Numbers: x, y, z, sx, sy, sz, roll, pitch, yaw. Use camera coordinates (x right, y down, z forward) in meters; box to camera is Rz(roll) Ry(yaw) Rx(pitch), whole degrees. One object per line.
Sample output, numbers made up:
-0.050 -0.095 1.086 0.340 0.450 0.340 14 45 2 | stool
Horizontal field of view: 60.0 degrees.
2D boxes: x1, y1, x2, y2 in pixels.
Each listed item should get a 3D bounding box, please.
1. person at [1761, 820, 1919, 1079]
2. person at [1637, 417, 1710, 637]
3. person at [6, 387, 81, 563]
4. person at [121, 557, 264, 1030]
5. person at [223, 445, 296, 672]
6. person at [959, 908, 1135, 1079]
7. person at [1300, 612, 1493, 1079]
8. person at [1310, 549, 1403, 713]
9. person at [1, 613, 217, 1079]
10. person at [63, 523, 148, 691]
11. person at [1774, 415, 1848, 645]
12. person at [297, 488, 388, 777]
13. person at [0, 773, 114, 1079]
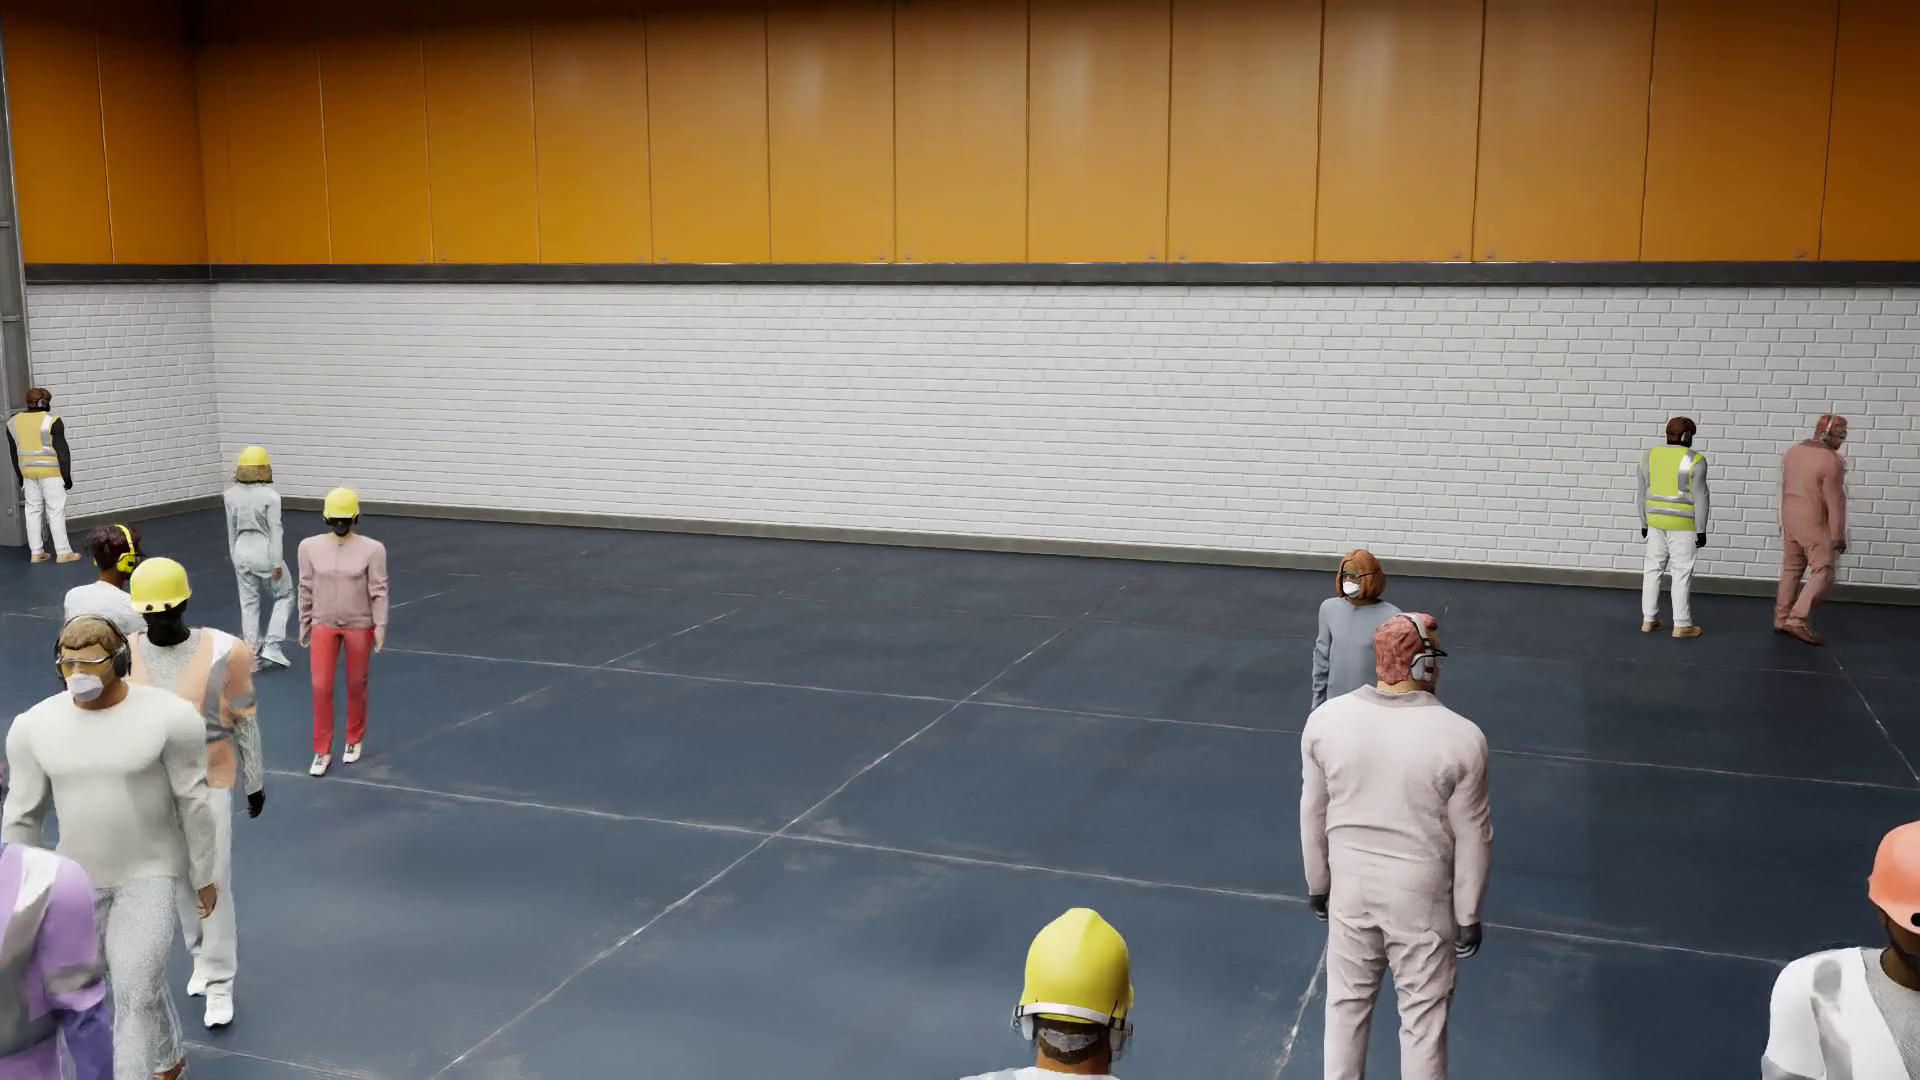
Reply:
1.991 1.530 3.478 0.567 1.905 0.832 3 9 15 | person
5.971 -0.113 13.907 0.429 1.837 0.621 -6 11 -34 | person
-9.565 -0.673 17.381 0.619 1.838 0.430 1 9 6 | person
-3.177 1.014 6.742 0.596 1.892 0.855 -2 9 -11 | person
-5.325 0.145 12.639 0.492 1.733 0.377 1 9 8 | person
0.245 1.610 3.382 0.619 1.778 0.943 2 9 12 | person
1.479 1.185 5.642 0.643 1.905 0.399 6 11 35 | person
2.041 0.850 8.553 0.507 1.632 0.268 8 12 39 | person
-2.919 1.190 5.666 0.648 1.881 1.019 -1 9 -6 | person
-4.014 0.828 8.075 0.509 1.840 0.754 5 11 30 | person
7.003 -0.098 13.705 0.433 1.882 0.715 -1 9 -7 | person
-3.744 0.549 10.081 0.540 1.729 0.724 -2 9 -14 | person
-2.390 1.378 4.095 0.612 2.022 0.788 -2 9 -10 | person
